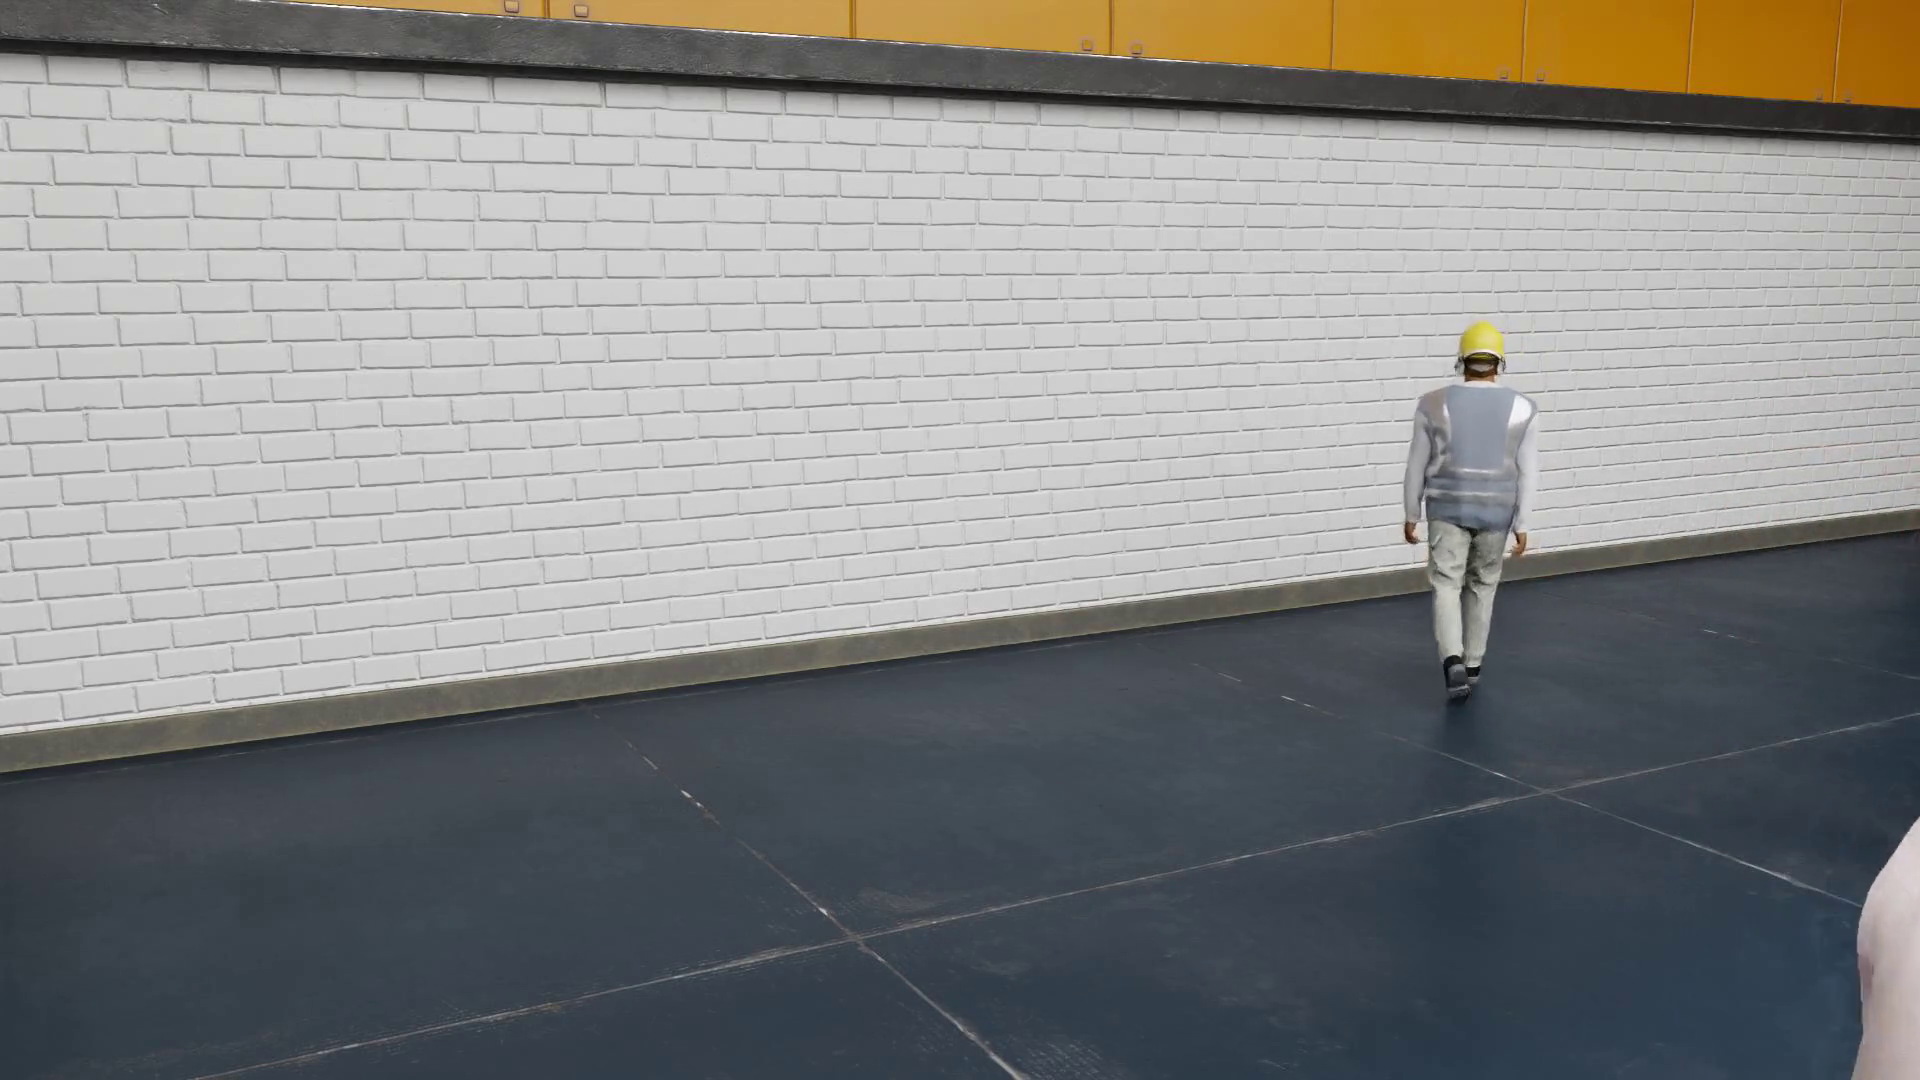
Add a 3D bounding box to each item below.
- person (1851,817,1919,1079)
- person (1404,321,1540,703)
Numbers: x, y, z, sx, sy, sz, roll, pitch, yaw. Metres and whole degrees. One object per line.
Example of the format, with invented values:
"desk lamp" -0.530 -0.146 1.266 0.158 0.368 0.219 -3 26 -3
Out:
"person" 1.180 0.901 1.846 0.763 1.839 1.024 -7 12 -33
"person" 2.428 -0.138 7.935 0.599 1.804 0.836 2 10 12
